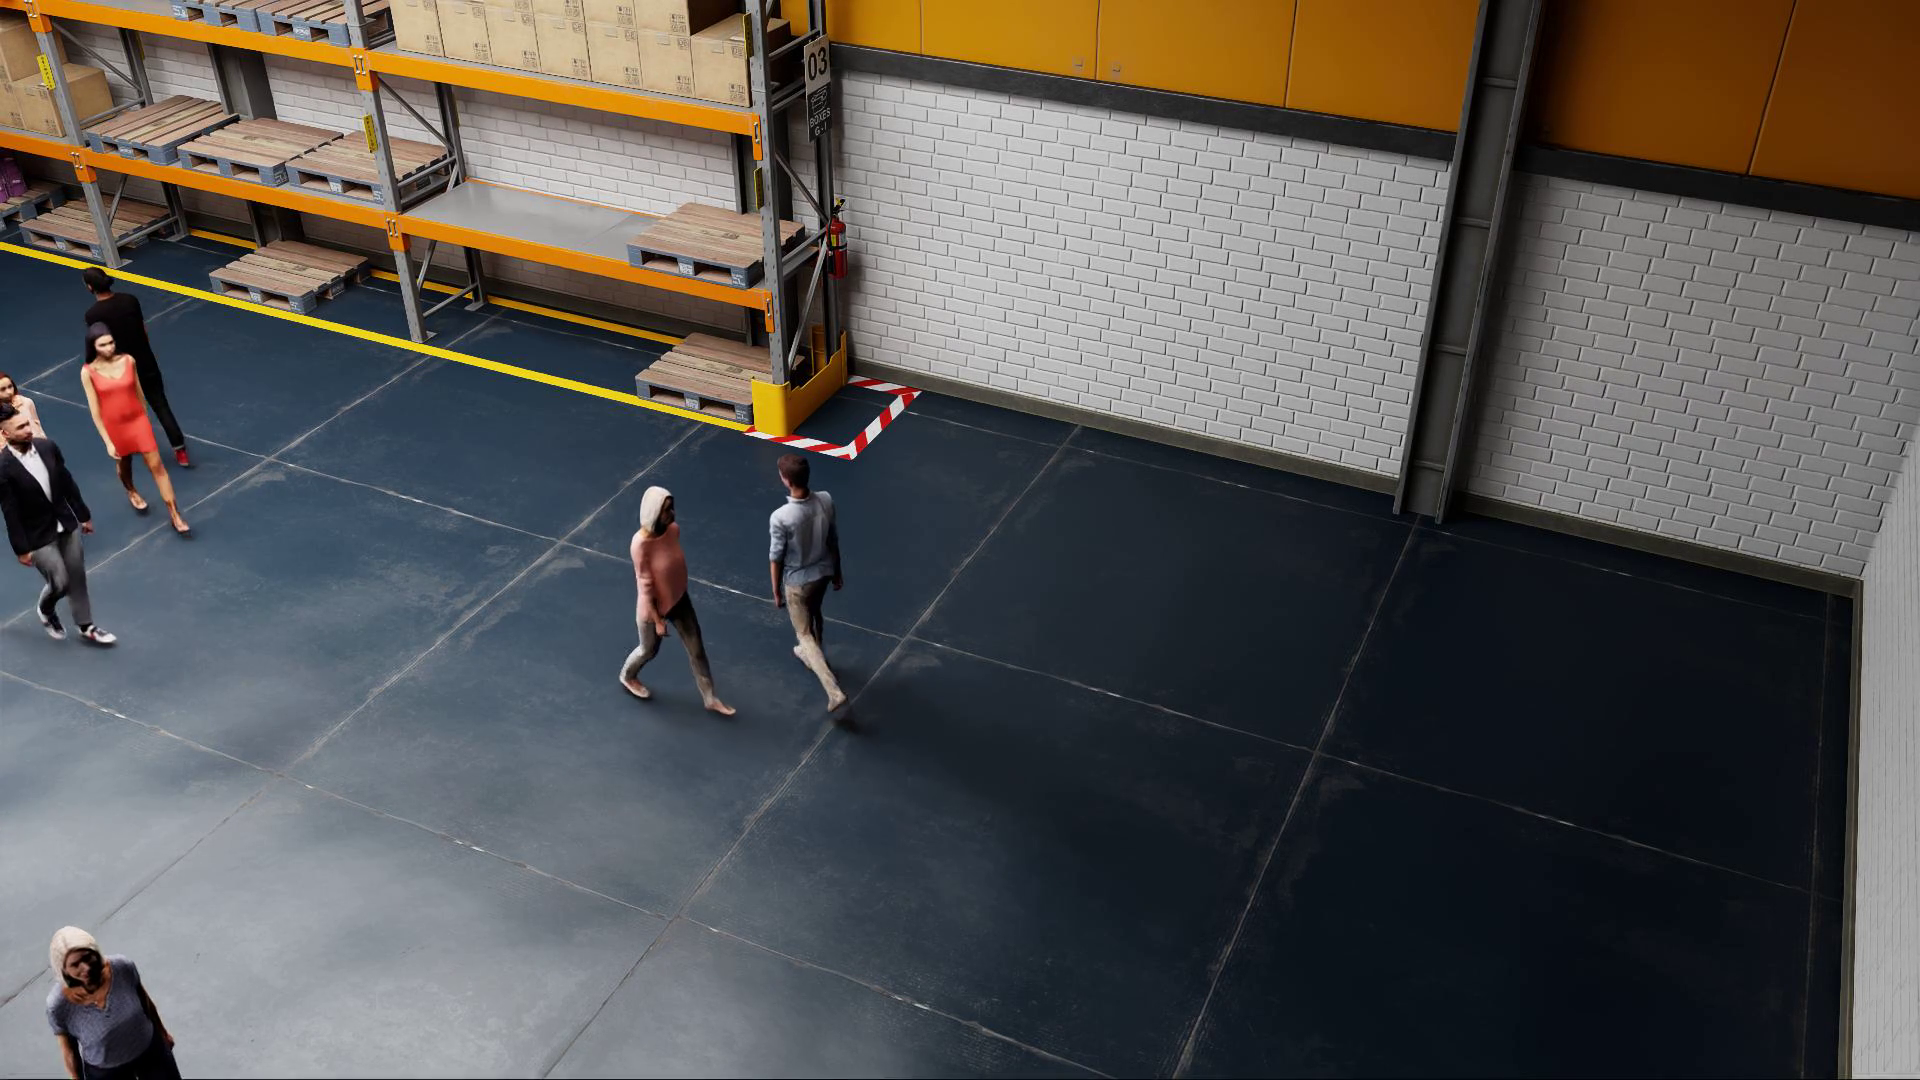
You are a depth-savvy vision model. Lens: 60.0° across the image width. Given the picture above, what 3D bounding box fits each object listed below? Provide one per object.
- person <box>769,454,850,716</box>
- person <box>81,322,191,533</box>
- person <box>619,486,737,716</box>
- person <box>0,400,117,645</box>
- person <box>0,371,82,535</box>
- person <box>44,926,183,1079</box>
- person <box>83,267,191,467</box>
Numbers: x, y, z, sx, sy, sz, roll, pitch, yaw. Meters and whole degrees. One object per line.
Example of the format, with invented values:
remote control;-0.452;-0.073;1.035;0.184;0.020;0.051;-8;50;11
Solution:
person;-0.954;0.312;10.897;1.036;1.812;1.256;-21;39;-29
person;-6.478;-0.879;12.809;1.171;1.679;0.867;29;43;36
person;-2.003;0.412;10.858;1.130;1.689;0.709;19;38;26
person;-6.335;-0.111;11.411;0.778;1.949;0.736;13;36;18
person;-7.059;-0.610;12.581;0.504;1.484;0.559;14;36;20
person;-3.974;2.404;7.841;0.698;1.712;0.698;-29;43;-36
person;-6.671;-1.350;13.487;1.127;1.712;0.771;22;39;29
